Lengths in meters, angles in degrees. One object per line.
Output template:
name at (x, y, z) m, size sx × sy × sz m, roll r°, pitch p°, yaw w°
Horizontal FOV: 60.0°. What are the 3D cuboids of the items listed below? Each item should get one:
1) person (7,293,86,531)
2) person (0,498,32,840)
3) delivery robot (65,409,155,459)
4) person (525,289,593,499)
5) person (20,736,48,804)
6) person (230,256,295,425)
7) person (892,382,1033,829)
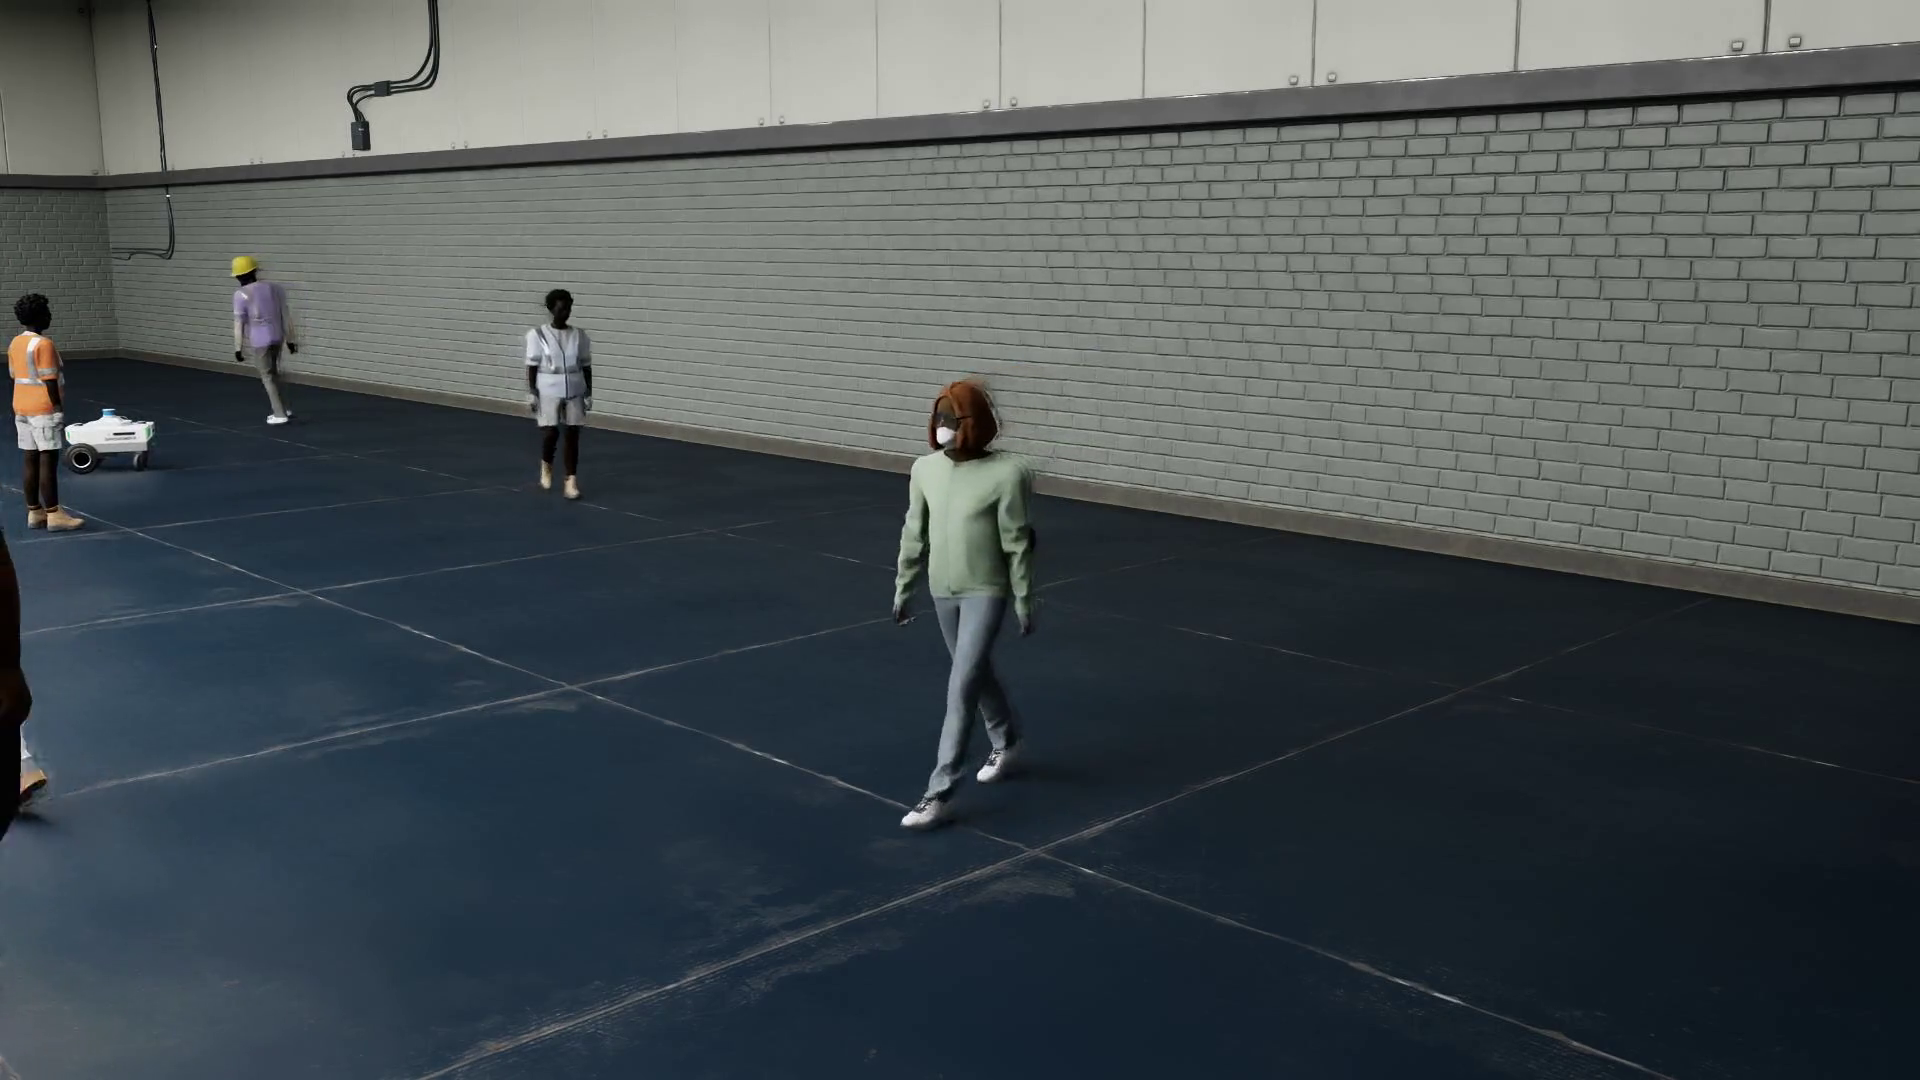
person at (-6.624, -0.922, 11.991) m, size 0.530 × 1.697 × 0.322 m, roll 8°, pitch 13°, yaw 36°
person at (-2.825, 0.328, 4.357) m, size 0.694 × 2.000 × 0.740 m, roll 1°, pitch 10°, yaw 3°
delivery robot at (-7.719, -0.950, 15.125) m, size 0.707 × 0.478 × 0.477 m, roll -4°, pitch 11°, yaw -21°
person at (-3.207, -1.174, 13.375) m, size 0.552 × 1.684 × 0.395 m, roll -6°, pitch 12°, yaw -31°
person at (-3.819, 0.110, 5.993) m, size 0.984 × 1.844 × 0.580 m, roll 3°, pitch 11°, yaw 15°
person at (-7.787, -2.222, 18.562) m, size 0.460 × 1.881 × 0.646 m, roll 5°, pitch 11°, yaw 23°
person at (0.024, 0.199, 6.177) m, size 0.523 × 1.587 × 0.868 m, roll 8°, pitch 13°, yaw 36°
